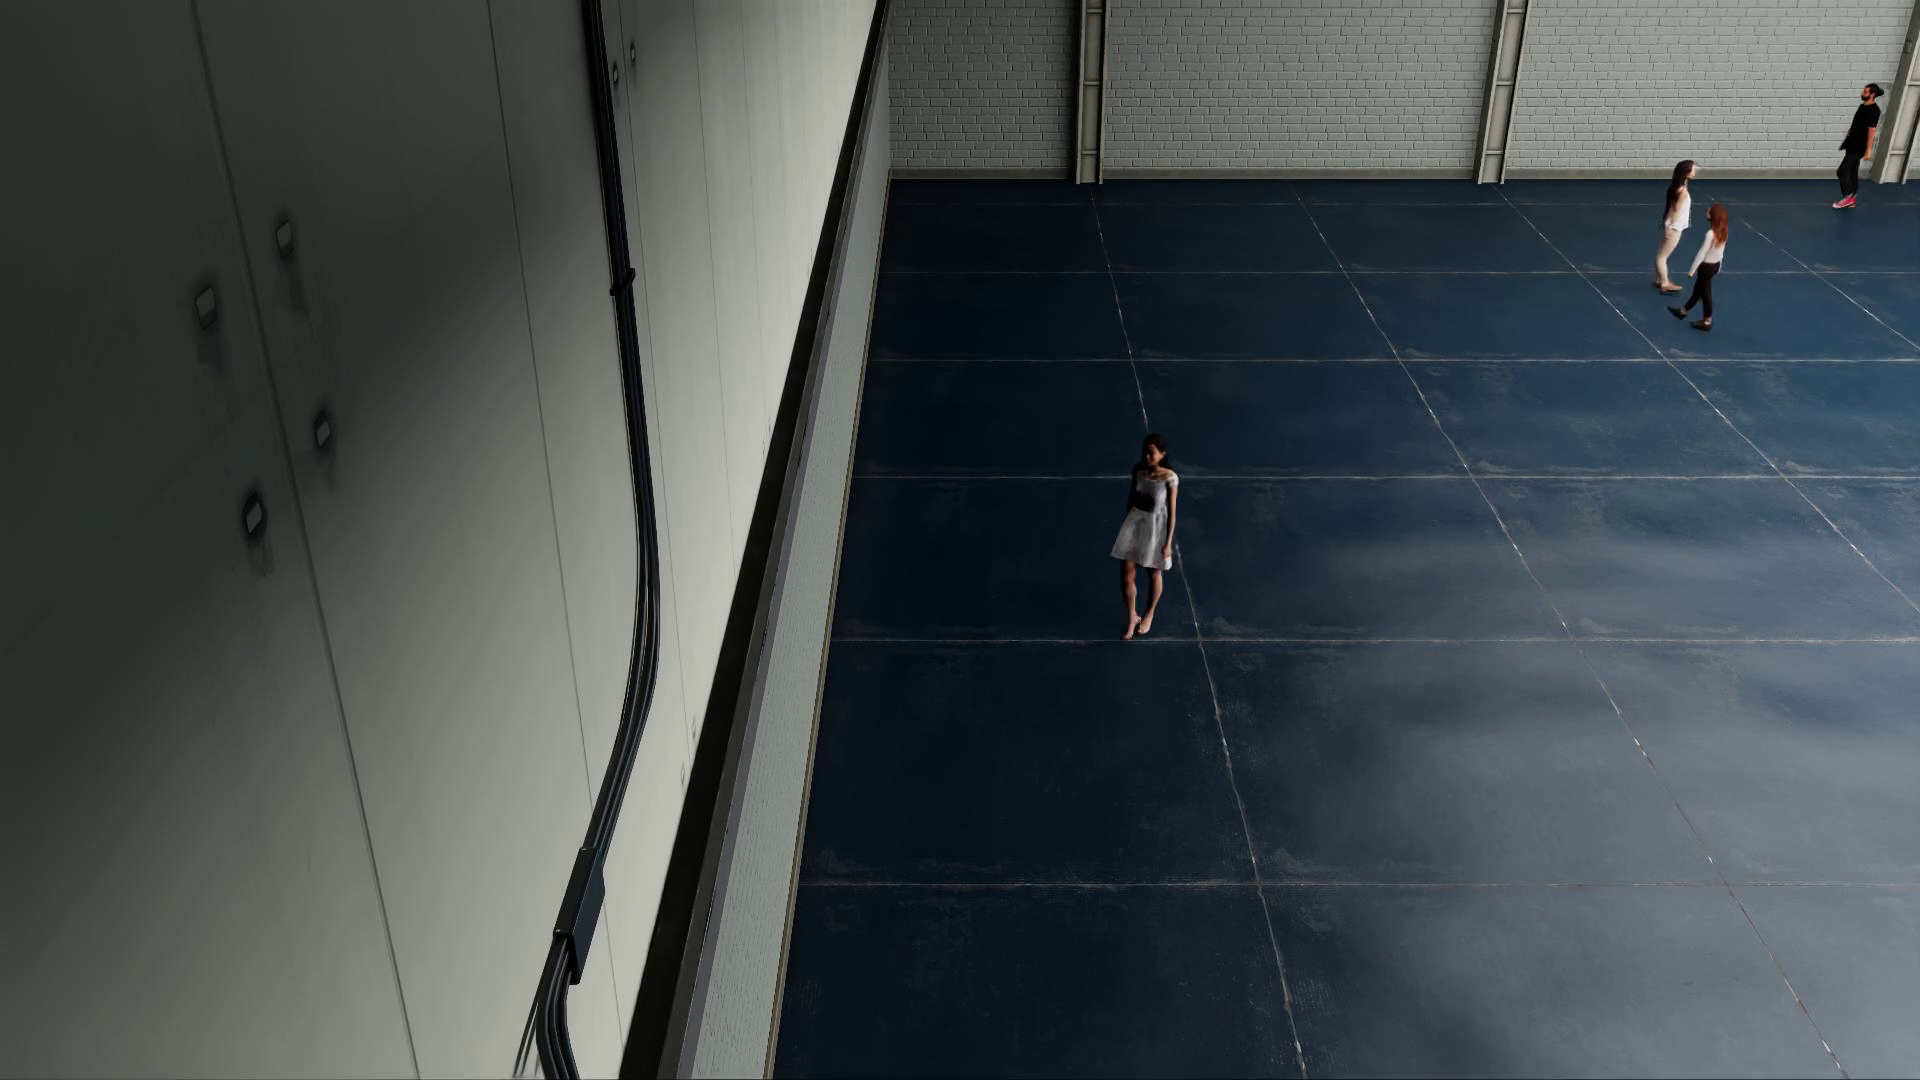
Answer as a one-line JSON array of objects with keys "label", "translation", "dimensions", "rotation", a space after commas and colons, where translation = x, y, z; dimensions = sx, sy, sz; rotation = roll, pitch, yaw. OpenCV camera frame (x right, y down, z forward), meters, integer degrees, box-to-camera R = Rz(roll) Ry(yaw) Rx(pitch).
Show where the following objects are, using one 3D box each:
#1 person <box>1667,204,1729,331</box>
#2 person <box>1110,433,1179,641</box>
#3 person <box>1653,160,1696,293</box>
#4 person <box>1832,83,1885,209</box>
[{"label": "person", "translation": [8.675, -3.118, 19.139], "dimensions": [0.855, 1.467, 0.905], "rotation": [-23, 35, -36]}, {"label": "person", "translation": [1.525, -0.052, 13.067], "dimensions": [0.847, 1.763, 0.890], "rotation": [17, 32, 28]}, {"label": "person", "translation": [8.701, -3.814, 20.246], "dimensions": [0.650, 1.655, 0.582], "rotation": [5, 28, 9]}, {"label": "person", "translation": [12.681, -5.514, 23.341], "dimensions": [0.679, 1.746, 0.686], "rotation": [5, 28, 10]}]
